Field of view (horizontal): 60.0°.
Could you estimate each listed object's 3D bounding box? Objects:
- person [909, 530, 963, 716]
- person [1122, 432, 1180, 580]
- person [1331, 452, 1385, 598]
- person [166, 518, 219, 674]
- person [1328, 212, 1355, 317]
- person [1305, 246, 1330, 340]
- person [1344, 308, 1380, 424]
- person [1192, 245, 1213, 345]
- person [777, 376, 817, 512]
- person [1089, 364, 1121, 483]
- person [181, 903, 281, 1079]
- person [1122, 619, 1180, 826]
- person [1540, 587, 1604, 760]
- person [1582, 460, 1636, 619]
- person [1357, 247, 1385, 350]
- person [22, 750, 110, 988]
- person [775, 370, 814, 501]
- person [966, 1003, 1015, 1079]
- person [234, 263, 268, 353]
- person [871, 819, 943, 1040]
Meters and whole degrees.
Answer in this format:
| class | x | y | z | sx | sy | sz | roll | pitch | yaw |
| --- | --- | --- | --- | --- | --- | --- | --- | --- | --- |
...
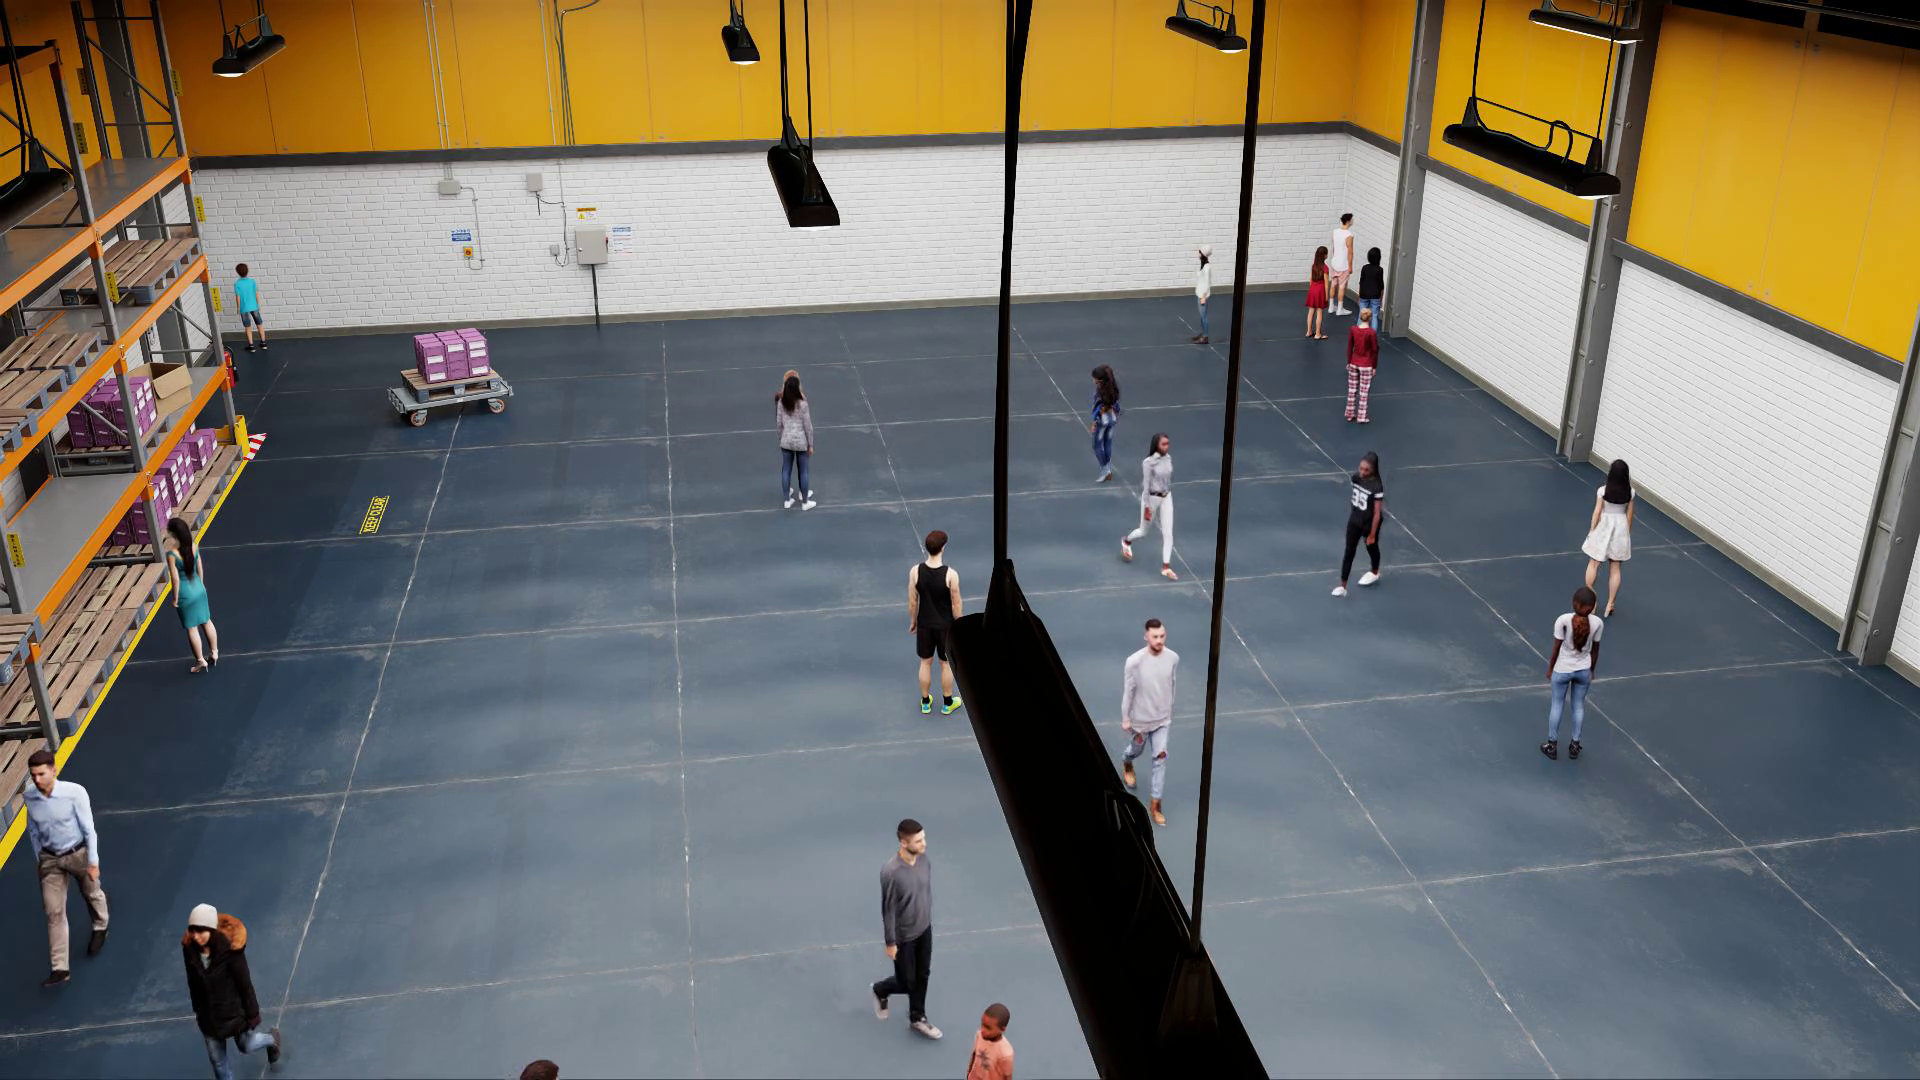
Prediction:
| class | x | y | z | sx | sy | sz | roll | pitch | yaw |
| --- | --- | --- | --- | --- | --- | --- | --- | --- | --- |
| person | -0.236 | 0.802 | 16.076 | 0.757 | 1.891 | 0.730 | 6 | 24 | 13 |
| person | 2.197 | -0.426 | 19.131 | 0.853 | 1.694 | 1.182 | -13 | 27 | -28 |
| person | 4.564 | -0.189 | 18.611 | 1.109 | 1.677 | 1.185 | -18 | 29 | -35 |
| person | -7.818 | 0.553 | 16.896 | 0.681 | 1.691 | 0.581 | 10 | 25 | 21 |
| person | 6.668 | -4.839 | 29.109 | 0.761 | 1.789 | 0.612 | -11 | 26 | -24 |
| person | 5.996 | -4.150 | 27.827 | 0.719 | 1.553 | 0.657 | -17 | 29 | -34 |
| person | 5.781 | -2.525 | 23.929 | 0.639 | 1.697 | 0.734 | 20 | 31 | 38 |
| person | 4.029 | -4.073 | 27.536 | 0.675 | 1.644 | 0.507 | 1 | 24 | 3 |
| person | -2.080 | -1.230 | 20.923 | 0.693 | 1.731 | 0.703 | 9 | 25 | 20 |
| person | 1.902 | -1.550 | 21.803 | 0.767 | 1.614 | 0.747 | -12 | 26 | -25 |
| person | -4.893 | 3.103 | 11.159 | 0.759 | 1.613 | 1.048 | 1 | 24 | 3 |
| person | 1.620 | 1.503 | 14.573 | 0.727 | 1.810 | 1.158 | -5 | 24 | -12 |
| person | 5.646 | 1.216 | 15.343 | 0.629 | 1.719 | 0.584 | 1 | 24 | 2 |
| person | 7.084 | -0.027 | 18.121 | 0.757 | 1.772 | 0.803 | 5 | 24 | 11 |
| person | 6.698 | -3.933 | 27.143 | 0.664 | 1.703 | 0.705 | 12 | 26 | 25 |
| person | -6.726 | 2.366 | 12.608 | 0.679 | 1.803 | 1.114 | -3 | 24 | -7 |
| person | -2.135 | -1.346 | 21.225 | 0.674 | 1.704 | 0.660 | 8 | 25 | 17 |
| person | 0.250 | 3.487 | 10.672 | 0.775 | 1.300 | 0.899 | -15 | 28 | -30 |
| person | -11.620 | -3.813 | 27.186 | 0.634 | 1.449 | 0.598 | 22 | 32 | 40 |
| person | -0.414 | 2.742 | 11.809 | 0.957 | 1.754 | 0.888 | 18 | 29 | 35 |
